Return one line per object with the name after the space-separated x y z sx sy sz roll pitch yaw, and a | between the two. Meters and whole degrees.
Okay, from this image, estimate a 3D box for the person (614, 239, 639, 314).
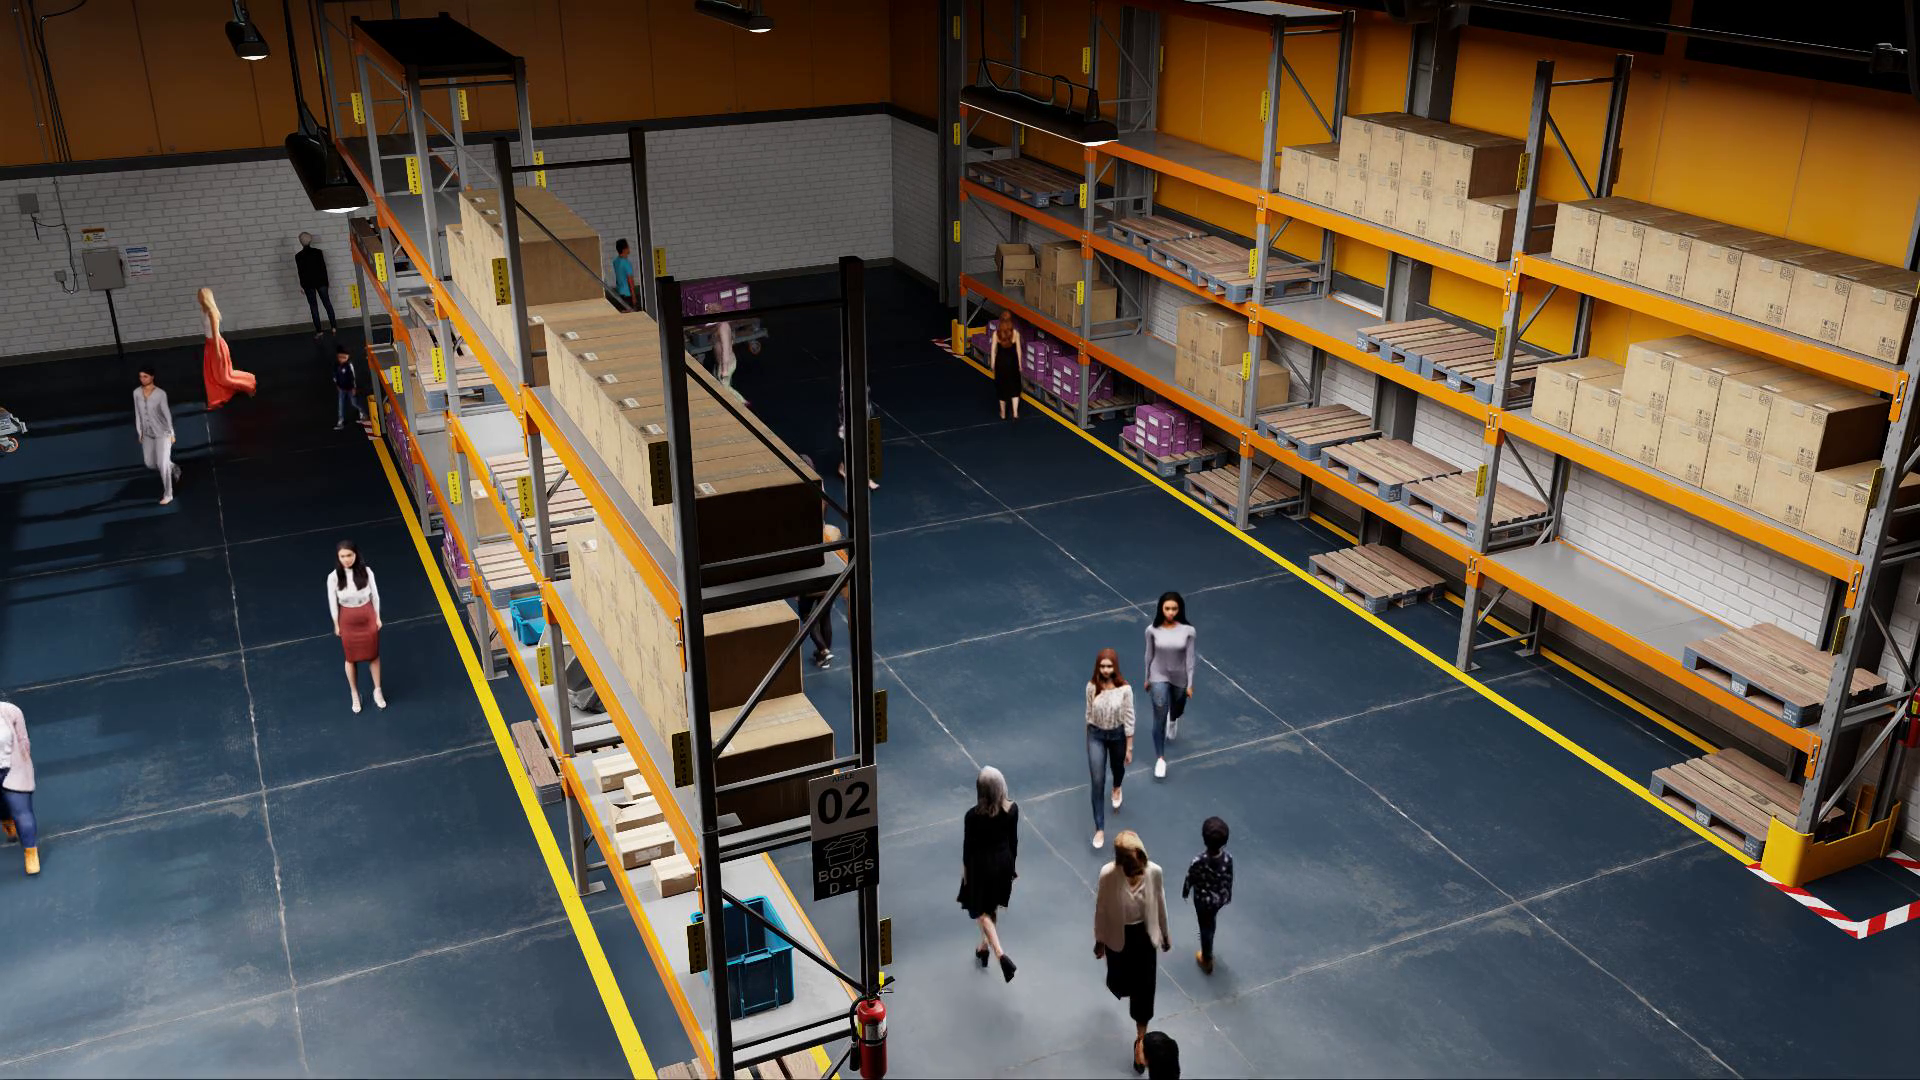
-5.435 -3.912 26.671 0.822 1.745 1.101 -16 28 -32 | person

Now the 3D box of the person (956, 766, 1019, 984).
0.257 2.472 12.090 0.625 1.727 0.942 -9 25 -19 | person

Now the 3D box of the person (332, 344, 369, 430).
-8.585 -2.178 23.394 0.851 1.194 0.900 10 26 22 | person

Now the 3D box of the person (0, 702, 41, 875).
-7.830 1.845 13.533 0.710 1.720 1.064 -12 26 -26 | person

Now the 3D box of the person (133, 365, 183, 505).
-10.014 -1.357 20.811 0.841 1.758 0.967 2 24 5 | person

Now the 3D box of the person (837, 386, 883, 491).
-1.377 -1.441 21.223 1.165 1.583 0.889 21 31 39 | person

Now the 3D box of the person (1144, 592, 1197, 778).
1.889 1.222 14.965 0.952 1.714 1.154 2 24 5 | person

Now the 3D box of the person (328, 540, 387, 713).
-5.736 0.813 15.857 0.604 1.750 0.524 -9 25 -19 | person

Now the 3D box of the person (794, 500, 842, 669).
-1.381 0.480 16.507 0.691 1.840 0.804 -12 26 -25 | person

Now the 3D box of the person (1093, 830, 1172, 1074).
1.135 2.718 11.393 0.893 1.834 1.109 -4 24 -8 | person

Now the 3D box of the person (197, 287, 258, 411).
-10.638 -2.759 23.990 0.900 1.780 1.047 -20 31 -38 | person

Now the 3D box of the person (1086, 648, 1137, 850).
1.258 1.647 14.014 1.009 1.697 1.209 3 24 8 | person

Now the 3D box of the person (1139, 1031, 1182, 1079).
1.143 3.551 9.617 0.750 1.731 0.661 5 24 11 | person

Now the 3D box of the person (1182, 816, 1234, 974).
1.864 2.646 12.304 0.541 1.237 0.676 -7 25 -17 | person

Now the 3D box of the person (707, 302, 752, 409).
-3.204 -2.443 23.194 0.825 1.839 0.813 -7 25 -15 | person

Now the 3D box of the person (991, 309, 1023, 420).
0.649 -2.454 23.490 0.706 1.621 0.737 -1 24 -2 | person

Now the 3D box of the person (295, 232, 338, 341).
-10.421 -4.153 27.002 0.787 1.781 0.680 -19 30 -37 | person
